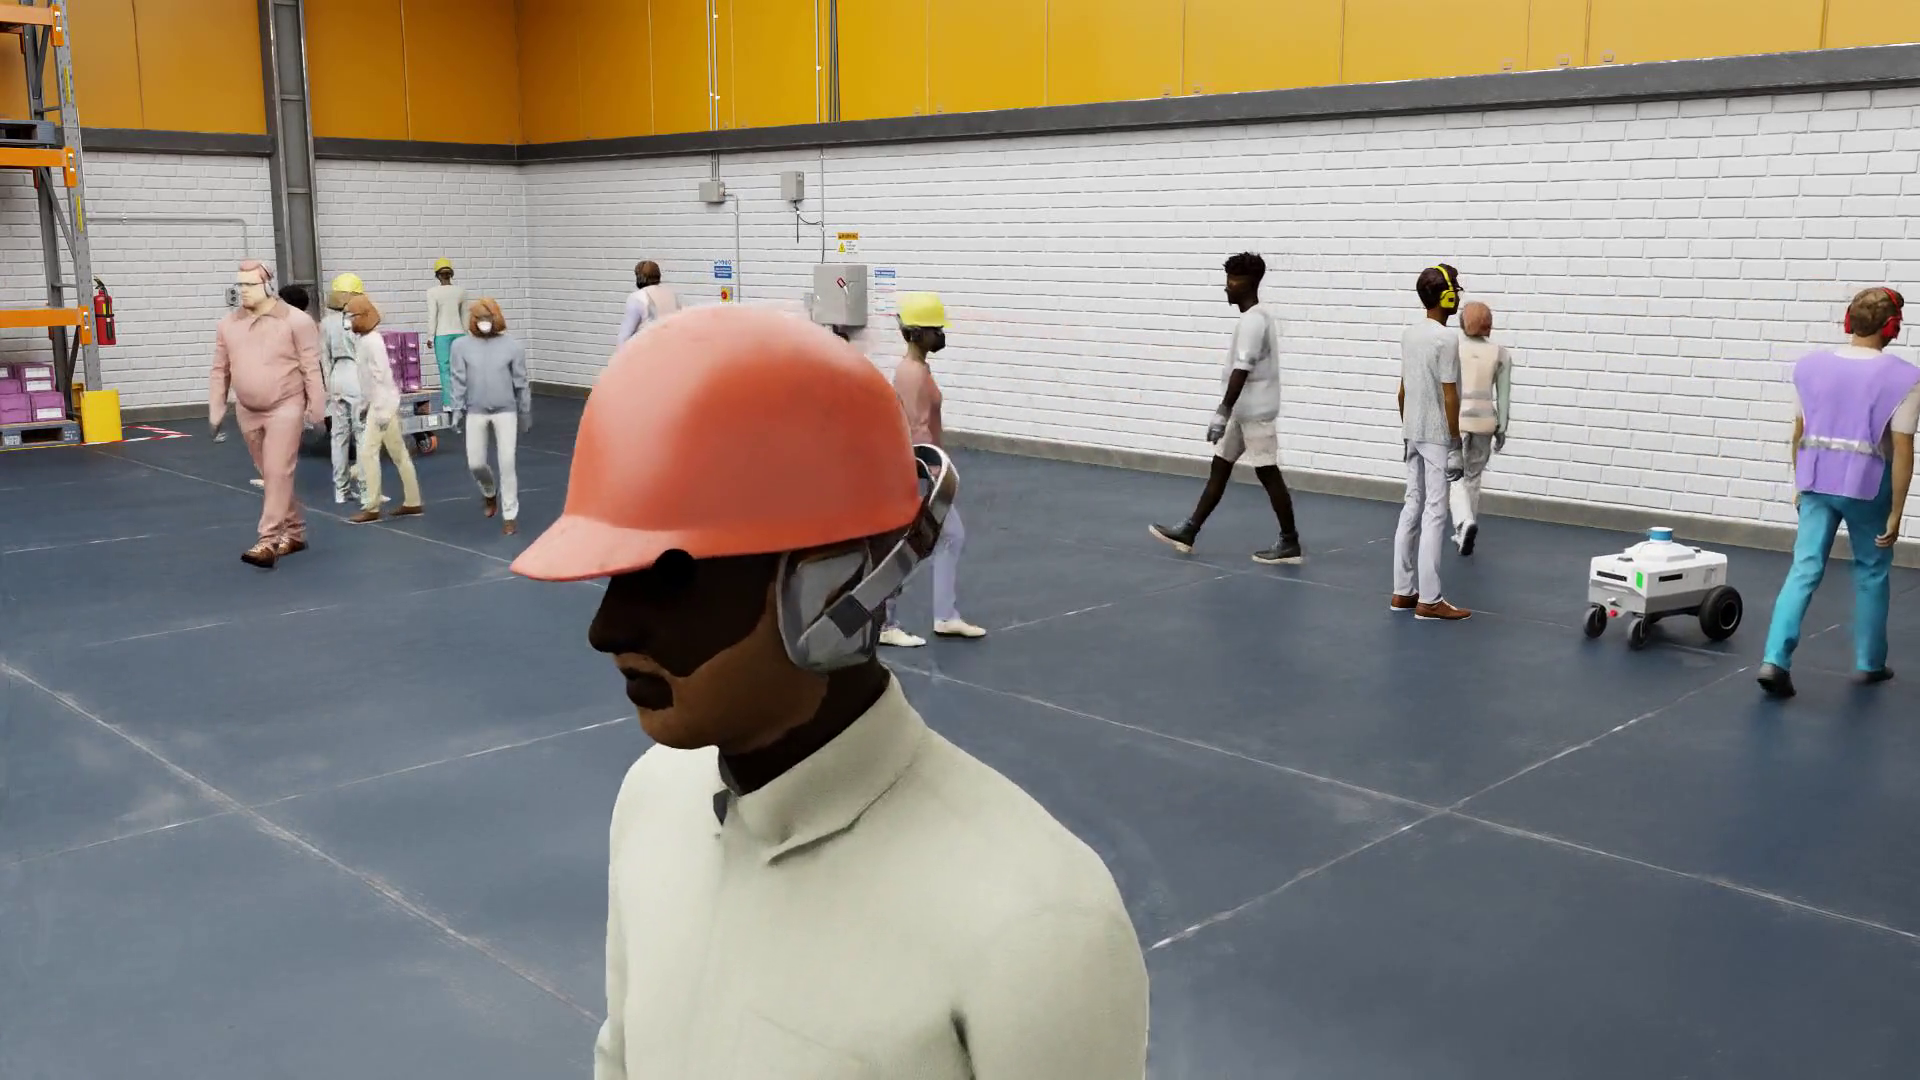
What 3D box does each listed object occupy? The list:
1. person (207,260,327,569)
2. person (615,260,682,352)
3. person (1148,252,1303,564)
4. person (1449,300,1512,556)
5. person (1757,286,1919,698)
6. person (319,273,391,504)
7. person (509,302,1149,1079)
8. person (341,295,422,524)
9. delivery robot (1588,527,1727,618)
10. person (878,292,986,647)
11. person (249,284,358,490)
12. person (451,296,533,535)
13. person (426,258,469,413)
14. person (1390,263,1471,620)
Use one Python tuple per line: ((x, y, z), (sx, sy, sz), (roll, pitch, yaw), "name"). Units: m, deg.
((-4.300, -0.761, 10.186), (0.678, 1.859, 0.968), (2, 11, 11), "person")
((-2.853, -1.620, 15.057), (0.961, 1.791, 0.646), (5, 12, 28), "person")
((1.685, -0.806, 10.276), (0.987, 1.915, 0.609), (1, 10, 7), "person")
((3.244, -0.712, 10.584), (0.515, 1.616, 0.726), (0, 10, -1), "person")
((3.885, -0.205, 7.295), (0.936, 1.810, 0.567), (-9, 14, -41), "person")
((-4.594, -1.137, 12.602), (0.497, 1.746, 0.326), (4, 11, 21), "person")
((-0.150, 0.801, 1.357), (0.489, 1.968, 0.646), (-8, 13, -38), "person")
((-4.130, -0.924, 11.787), (0.571, 1.601, 0.510), (-5, 11, -24), "person")
((3.505, 0.179, 8.354), (0.707, 0.478, 0.477), (-6, 12, -29), "delivery robot")
((-0.123, -0.323, 8.096), (0.687, 1.738, 0.541), (1, 10, 4), "person")
((-5.226, -1.223, 13.304), (0.912, 1.639, 0.539), (-5, 12, -27), "person")
((-3.188, -0.859, 11.379), (0.548, 1.614, 0.481), (-2, 11, -8), "person")
((-5.860, -2.333, 19.023), (0.317, 1.766, 0.534), (9, 14, 40), "person")
((2.510, -0.516, 8.811), (0.328, 1.877, 0.513), (-3, 11, -17), "person")
